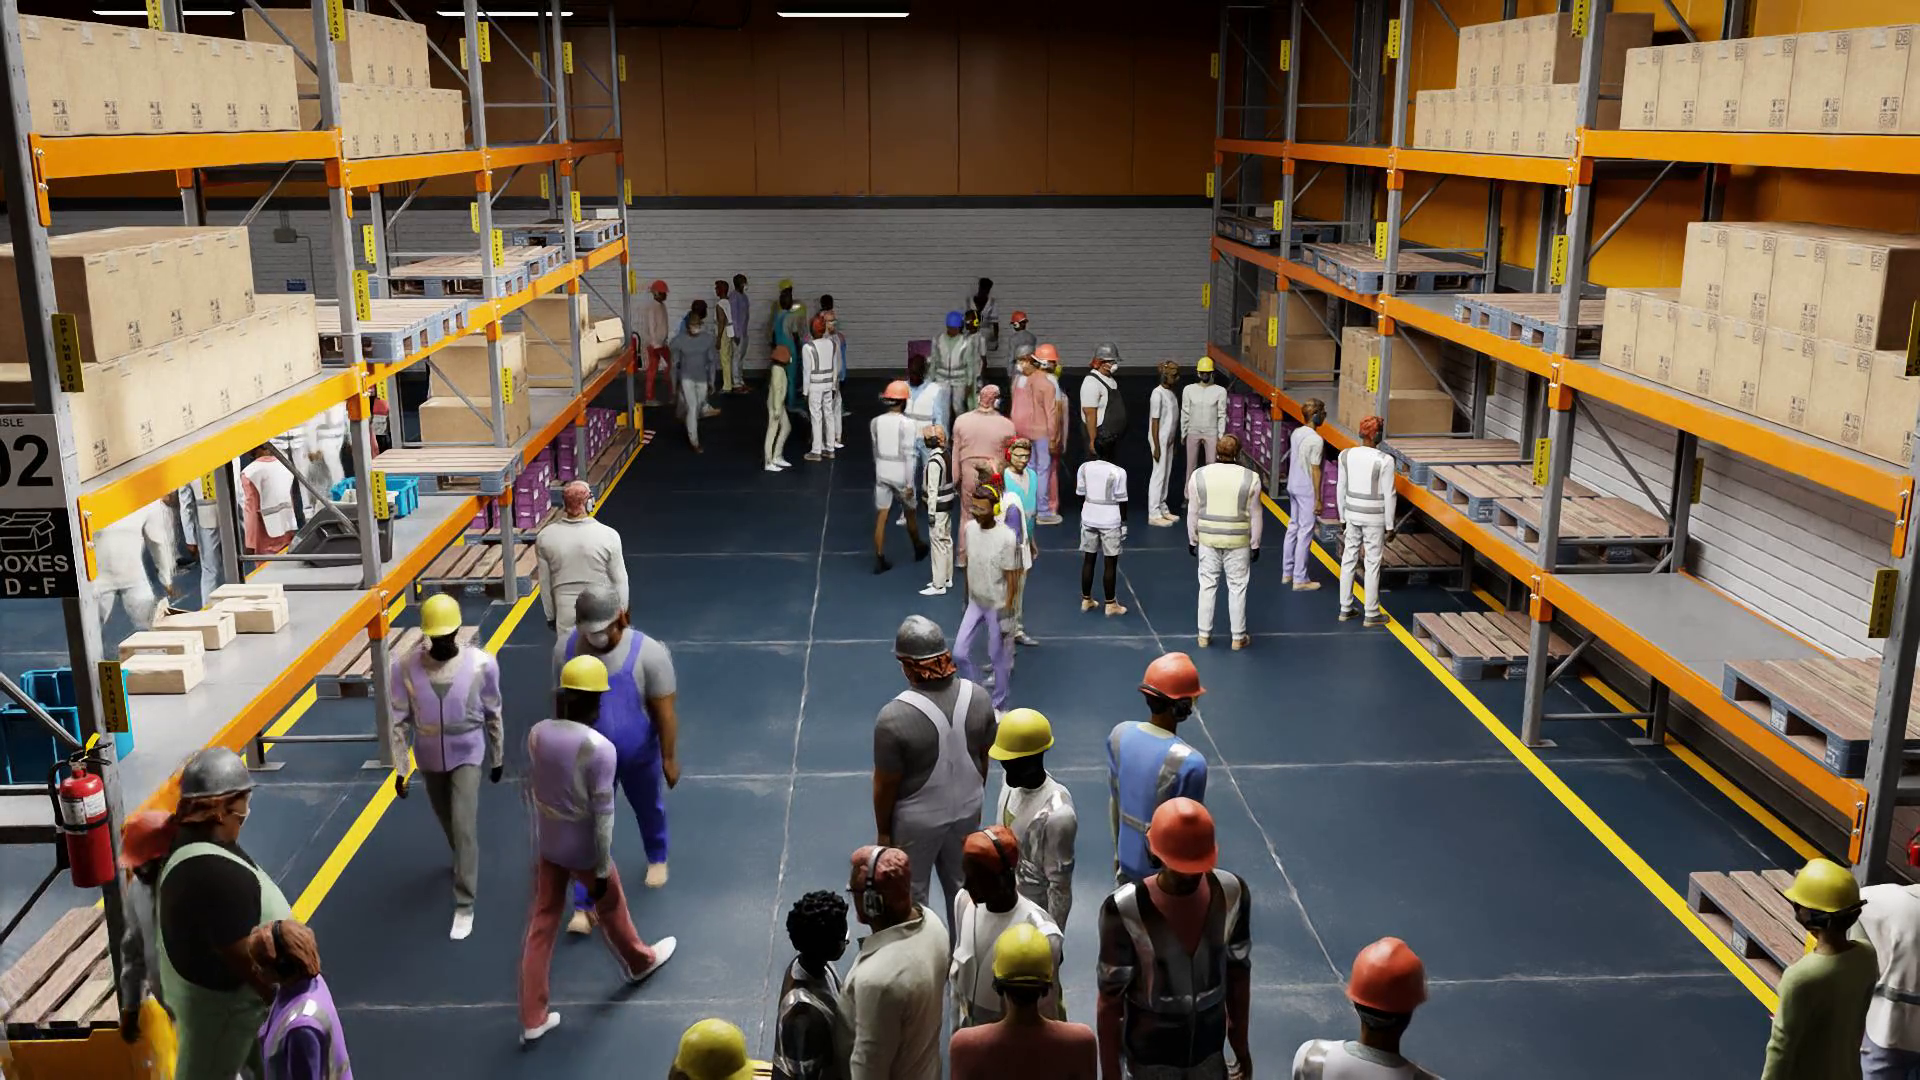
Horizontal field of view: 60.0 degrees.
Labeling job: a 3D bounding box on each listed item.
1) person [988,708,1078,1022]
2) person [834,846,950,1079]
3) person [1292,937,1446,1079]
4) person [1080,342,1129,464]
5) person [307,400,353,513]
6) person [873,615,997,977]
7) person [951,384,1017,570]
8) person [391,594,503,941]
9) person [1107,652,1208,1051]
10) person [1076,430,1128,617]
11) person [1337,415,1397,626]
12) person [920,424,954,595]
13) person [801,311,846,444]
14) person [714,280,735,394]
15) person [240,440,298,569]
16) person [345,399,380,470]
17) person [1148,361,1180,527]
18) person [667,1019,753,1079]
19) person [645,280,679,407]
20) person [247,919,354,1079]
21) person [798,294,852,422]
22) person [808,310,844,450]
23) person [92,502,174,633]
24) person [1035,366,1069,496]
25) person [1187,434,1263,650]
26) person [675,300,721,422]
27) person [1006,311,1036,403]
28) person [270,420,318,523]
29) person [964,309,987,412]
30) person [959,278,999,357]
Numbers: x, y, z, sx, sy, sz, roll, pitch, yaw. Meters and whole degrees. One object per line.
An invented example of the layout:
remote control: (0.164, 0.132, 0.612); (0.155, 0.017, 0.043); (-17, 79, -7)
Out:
person: (0.307, 1.658, 7.461); (0.393, 1.918, 0.585); (-6, 15, -22)
person: (-0.266, 2.018, 6.101); (0.401, 1.894, 0.654); (4, 15, 15)
person: (1.318, 2.189, 5.346); (0.544, 1.930, 0.388); (10, 17, 34)
person: (1.600, -1.188, 18.383); (0.535, 2.000, 0.681); (6, 16, 23)
person: (-6.847, -1.057, 18.288); (0.983, 1.829, 0.580); (3, 15, 12)
person: (-0.177, 1.348, 8.426); (0.680, 2.000, 0.535); (-9, 17, -33)
person: (0.247, -0.591, 16.341); (0.658, 1.890, 0.451); (3, 15, 13)
person: (-2.870, 1.185, 9.401); (0.582, 1.890, 0.976); (-1, 14, -5)
person: (0.949, 1.511, 7.812); (0.415, 2.035, 0.609); (-10, 17, -34)
person: (1.292, -0.154, 15.002); (0.540, 1.698, 0.317); (12, 18, 38)
person: (3.597, -0.172, 14.713); (0.355, 1.882, 0.575); (-14, 20, -43)
person: (-0.207, -0.289, 15.674); (0.313, 1.634, 0.514); (3, 15, 11)
person: (-1.872, -2.223, 22.872); (0.623, 1.835, 0.431); (-4, 15, -17)
person: (-3.808, -3.294, 27.036); (0.389, 1.847, 0.567); (3, 15, 11)
person: (-5.865, -0.048, 14.181); (0.411, 1.906, 0.602); (3, 15, 13)
person: (-7.572, -1.870, 21.177); (0.621, 1.986, 0.409); (4, 15, 14)
person: (2.251, -1.062, 18.304); (0.349, 1.839, 0.499); (7, 16, 26)
person: (-0.770, 2.305, 5.278); (0.321, 1.737, 0.485); (11, 18, 38)
person: (-4.561, -3.028, 25.740); (0.817, 1.962, 0.660); (4, 15, 14)
person: (-2.381, 2.146, 6.117); (0.313, 1.631, 0.523); (-6, 16, -23)
person: (-2.040, -2.698, 24.679); (0.982, 1.868, 0.602); (-12, 19, -39)
person: (-1.778, -2.151, 22.433); (0.399, 1.909, 0.642); (6, 15, 22)
person: (-6.484, 0.327, 12.712); (0.842, 1.910, 0.564); (-10, 17, -34)
person: (0.957, -1.129, 18.719); (0.528, 1.767, 0.326); (3, 15, 10)
person: (2.239, 0.013, 14.067); (0.634, 1.841, 0.429); (5, 15, 17)
person: (-3.921, -2.653, 24.681); (0.817, 1.789, 0.649); (-8, 17, -30)
person: (0.842, -2.395, 23.724); (0.355, 1.740, 0.571); (12, 18, 38)
person: (-7.285, -1.028, 18.079); (0.577, 1.880, 0.355); (-6, 15, -21)
person: (0.178, -2.223, 22.783); (0.327, 1.874, 0.518); (-7, 16, -27)
person: (0.303, -3.275, 26.816); (0.640, 1.915, 0.590); (-2, 14, -7)
